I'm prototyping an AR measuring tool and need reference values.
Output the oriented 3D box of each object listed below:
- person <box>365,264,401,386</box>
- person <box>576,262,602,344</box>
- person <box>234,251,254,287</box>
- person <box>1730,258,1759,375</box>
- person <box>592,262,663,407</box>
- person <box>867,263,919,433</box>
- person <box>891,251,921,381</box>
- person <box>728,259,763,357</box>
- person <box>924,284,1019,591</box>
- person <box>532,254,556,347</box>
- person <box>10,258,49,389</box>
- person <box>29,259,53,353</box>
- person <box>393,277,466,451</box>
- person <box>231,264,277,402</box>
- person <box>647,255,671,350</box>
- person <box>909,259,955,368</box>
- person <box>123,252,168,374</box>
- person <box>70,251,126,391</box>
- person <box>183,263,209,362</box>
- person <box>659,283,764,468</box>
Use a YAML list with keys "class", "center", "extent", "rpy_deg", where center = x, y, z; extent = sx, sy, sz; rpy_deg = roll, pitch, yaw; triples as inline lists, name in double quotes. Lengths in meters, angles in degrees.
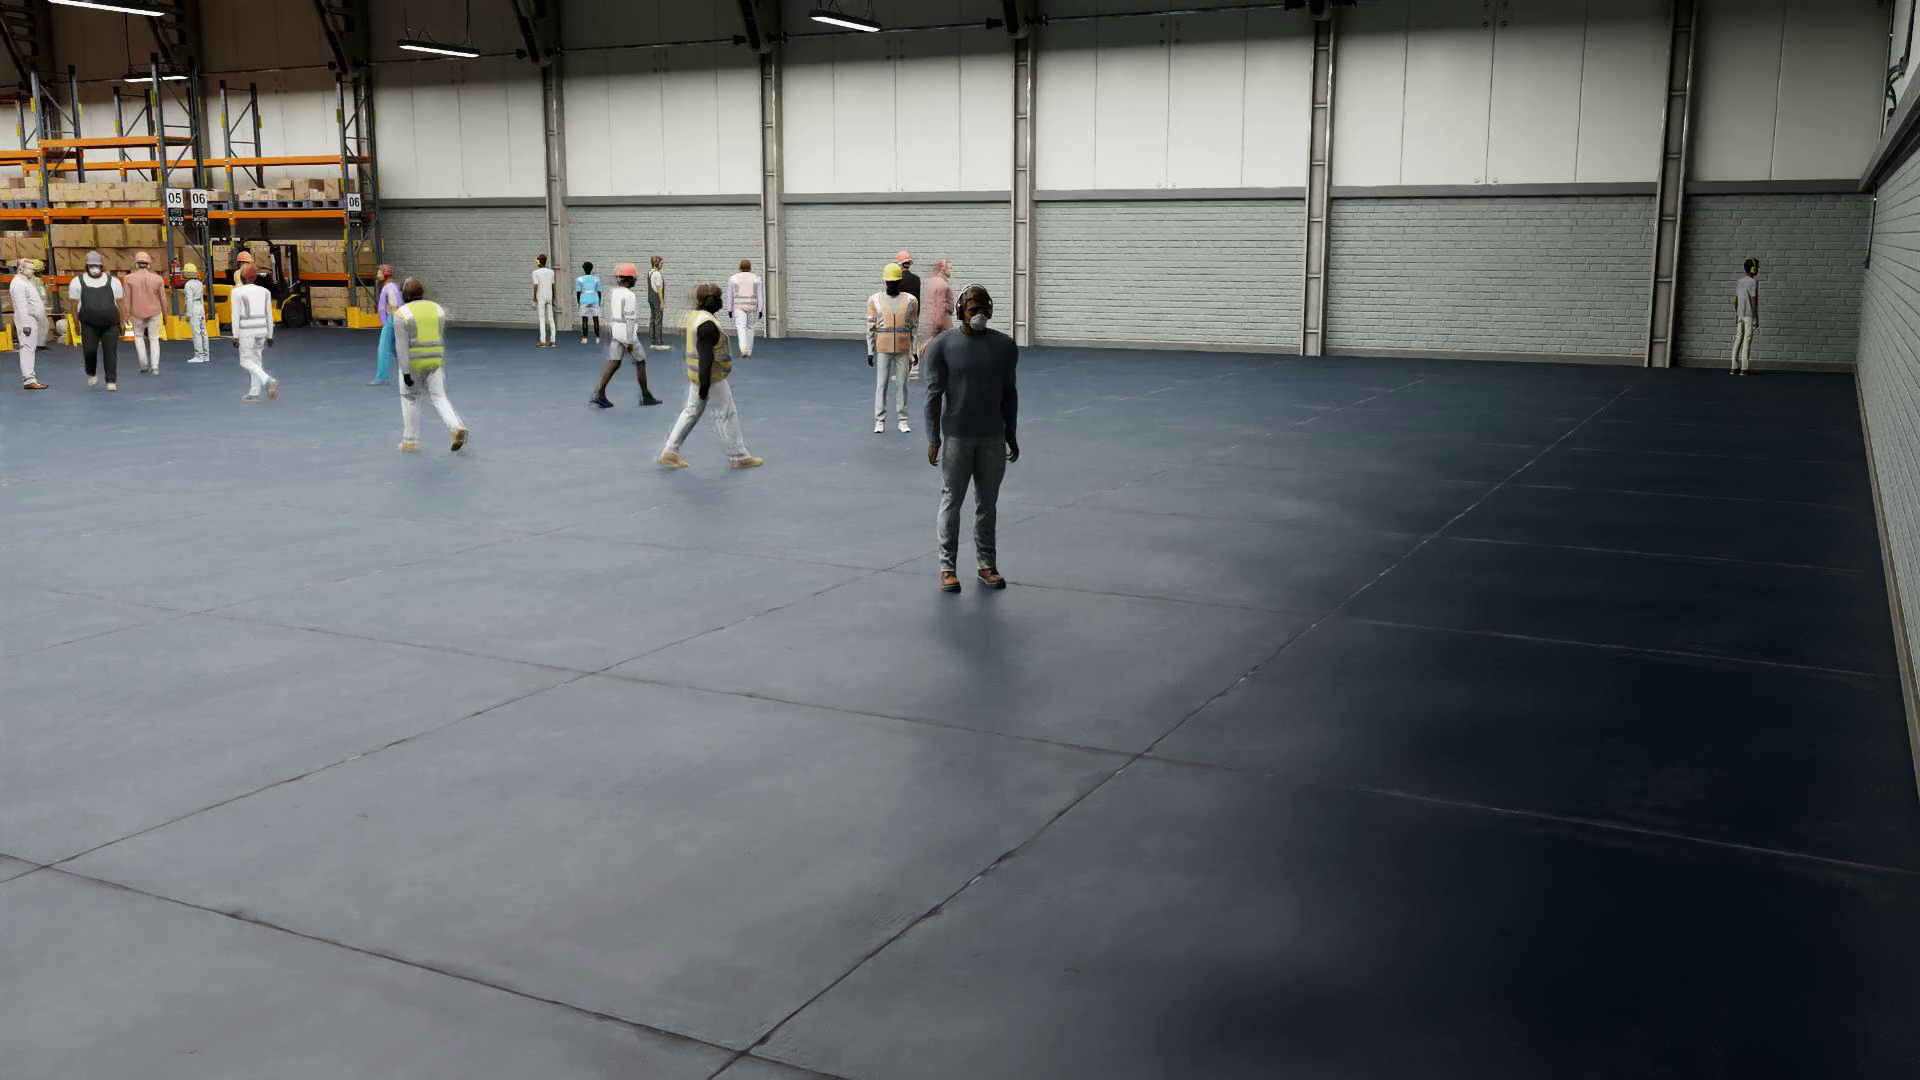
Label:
- class: "person"
  center: [-8.491, -3.225, 24.950]
  extent: [0.848, 1.822, 0.577]
  rpy_deg: [-4, 11, -19]
- class: "person"
  center: [-7.672, -4.901, 34.407]
  extent: [0.536, 1.697, 0.318]
  rpy_deg: [-4, 11, -22]
- class: "person"
  center: [-13.331, -4.418, 31.120]
  extent: [0.358, 1.937, 0.549]
  rpy_deg: [-1, 10, -4]
- class: "person"
  center: [12.675, -3.585, 26.760]
  extent: [0.328, 1.872, 0.510]
  rpy_deg: [-2, 11, -12]
- class: "person"
  center: [-4.416, -2.676, 21.763]
  extent: [0.972, 1.897, 0.561]
  rpy_deg: [-9, 14, -42]
- class: "person"
  center: [-0.759, -2.173, 18.911]
  extent: [0.594, 1.922, 0.378]
  rpy_deg: [-2, 11, -9]
- class: "person"
  center: [-0.855, -3.459, 25.730]
  extent: [0.396, 1.992, 0.622]
  rpy_deg: [8, 13, 37]
- class: "person"
  center: [-3.970, -4.285, 30.759]
  extent: [0.632, 1.808, 0.910]
  rpy_deg: [-2, 11, -10]
- class: "person"
  center: [0.080, -0.646, 10.548]
  extent: [0.637, 1.936, 0.355]
  rpy_deg: [-4, 11, -20]
- class: "person"
  center: [-8.394, -4.829, 33.545]
  extent: [0.509, 1.872, 0.329]
  rpy_deg: [-10, 14, -43]
- class: "person"
  center: [-13.631, -3.161, 24.366]
  extent: [0.406, 1.902, 0.636]
  rpy_deg: [-4, 11, -22]
- class: "person"
  center: [-17.614, -4.444, 31.655]
  extent: [0.576, 1.789, 0.611]
  rpy_deg: [-2, 11, -9]
- class: "person"
  center: [-5.515, -1.798, 17.179]
  extent: [0.825, 1.814, 0.619]
  rpy_deg: [8, 13, 39]
- class: "person"
  center: [-9.433, -2.758, 22.261]
  extent: [0.692, 1.869, 0.592]
  rpy_deg: [6, 12, 30]
- class: "person"
  center: [-5.958, -4.667, 32.733]
  extent: [0.345, 1.844, 0.507]
  rpy_deg: [-7, 13, -34]
- class: "person"
  center: [-0.369, -3.550, 26.570]
  extent: [0.854, 1.873, 0.646]
  rpy_deg: [-3, 11, -17]
- class: "person"
  center: [-13.194, -3.674, 26.968]
  extent: [0.652, 1.968, 0.694]
  rpy_deg: [-6, 12, -29]
- class: "person"
  center: [-12.433, -3.170, 24.031]
  extent: [0.694, 2.000, 0.543]
  rpy_deg: [-6, 12, -29]
- class: "person"
  center: [-13.582, -4.023, 29.493]
  extent: [0.299, 1.745, 0.483]
  rpy_deg: [1, 10, 4]
- class: "person"
  center: [-2.442, -1.567, 15.980]
  extent: [0.980, 1.802, 0.624]
  rpy_deg: [-4, 11, -21]
